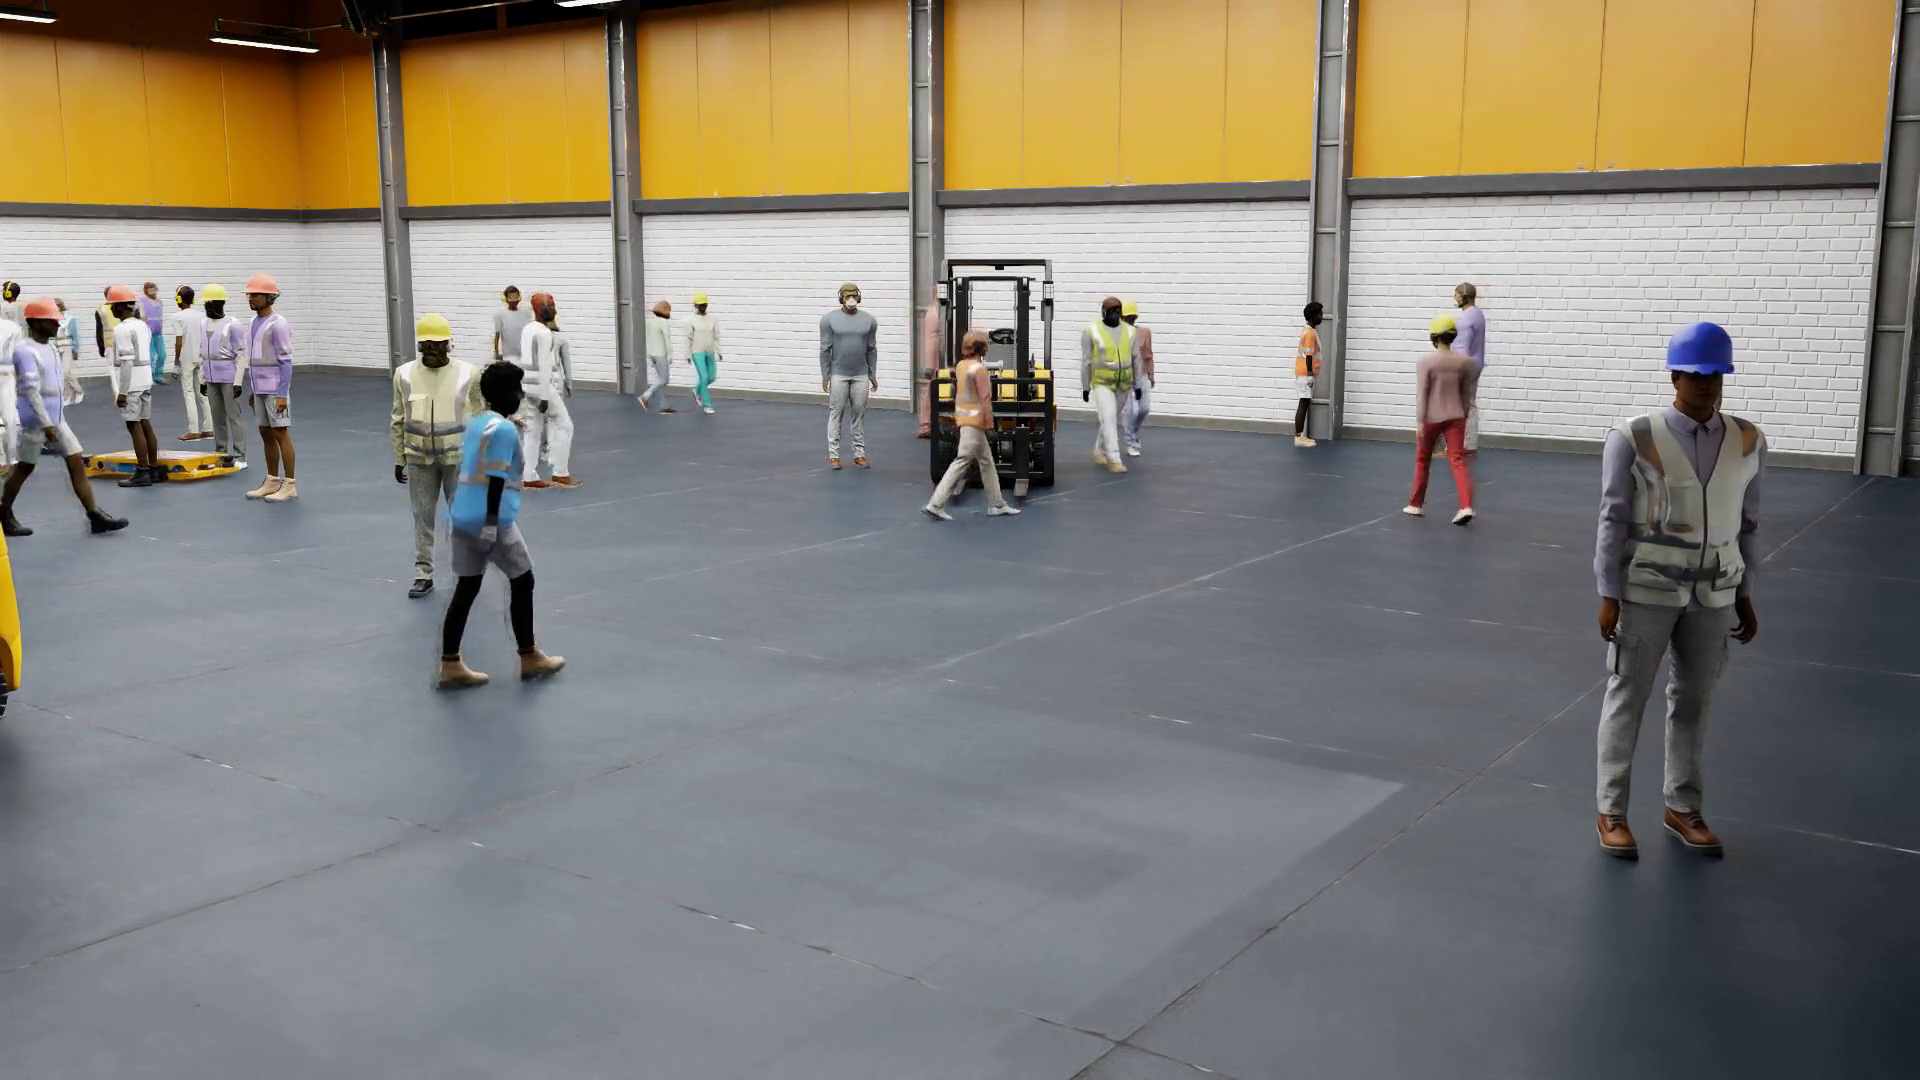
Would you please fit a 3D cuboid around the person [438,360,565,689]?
[{"bbox_3d":[-2.376,-0.083,8.500,0.763,1.640,0.546,-8,12,-38],"label":"person"}]

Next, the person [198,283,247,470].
[{"bbox_3d":[-7.621,-1.672,17.156,0.587,1.927,0.364,4,10,23],"label":"person"}]

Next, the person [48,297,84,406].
[{"bbox_3d":[-13.368,-2.794,24.751,0.518,1.625,0.368,2,10,11],"label":"person"}]

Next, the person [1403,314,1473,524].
[{"bbox_3d":[4.007,-1.001,13.776,0.533,1.725,0.924,-2,10,-11],"label":"person"}]

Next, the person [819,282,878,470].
[{"bbox_3d":[-1.151,-1.702,17.303,0.627,1.941,0.370,-3,10,-19],"label":"person"}]

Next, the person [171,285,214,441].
[{"bbox_3d":[-9.275,-2.126,20.041,0.311,1.867,0.532,4,10,21],"label":"person"}]

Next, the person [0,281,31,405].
[{"bbox_3d":[-13.306,-2.701,23.446,0.328,1.877,0.513,2,10,14],"label":"person"}]

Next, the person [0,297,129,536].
[{"bbox_3d":[-7.173,-0.955,13.041,1.013,1.889,0.551,0,10,2],"label":"person"}]

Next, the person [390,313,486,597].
[{"bbox_3d":[-3.354,-0.541,10.711,0.600,1.829,0.404,-1,10,-7],"label":"person"}]

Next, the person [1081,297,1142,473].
[{"bbox_3d":[1.565,-1.627,17.300,0.630,1.807,0.961,-4,10,-20],"label":"person"}]

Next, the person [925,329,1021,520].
[{"bbox_3d":[0.087,-0.958,13.890,0.859,1.595,0.532,-3,10,-17],"label":"person"}]

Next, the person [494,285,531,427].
[{"bbox_3d":[-5.761,-2.378,21.605,0.527,1.848,0.421,-9,13,-43],"label":"person"}]

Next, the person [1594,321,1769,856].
[{"bbox_3d":[2.605,0.186,6.032,0.607,1.947,0.405,0,10,-3],"label":"person"}]

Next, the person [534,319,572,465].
[{"bbox_3d":[-4.403,-1.652,17.757,0.495,1.696,0.927,-2,10,-12],"label":"person"}]

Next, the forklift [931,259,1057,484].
[{"bbox_3d":[0.370,-1.738,16.759,1.214,2.155,2.313,1,10,3],"label":"forklift"}]

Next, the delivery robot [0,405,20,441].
[{"bbox_3d":[-10.479,-1.272,18.579,0.707,0.478,0.477,-6,11,-30],"label":"delivery robot"}]

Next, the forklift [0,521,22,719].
[{"bbox_3d":[-5.296,-0.090,6.943,1.214,2.155,2.313,7,12,35],"label":"forklift"}]

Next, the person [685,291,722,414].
[{"bbox_3d":[-3.690,-2.675,23.676,0.542,1.737,0.608,-8,12,-39],"label":"person"}]

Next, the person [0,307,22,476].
[{"bbox_3d":[-9.654,-1.542,16.591,0.583,1.862,0.664,-3,10,-19],"label":"person"}]

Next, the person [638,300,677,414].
[{"bbox_3d":[-4.265,-2.567,23.388,0.561,1.611,0.554,-7,12,-35],"label":"person"}]

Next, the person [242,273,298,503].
[{"bbox_3d":[-6.222,-1.360,14.945,0.607,2.048,0.368,8,12,38],"label":"person"}]

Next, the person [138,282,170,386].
[{"bbox_3d":[-13.903,-3.532,28.584,0.509,1.805,0.584,3,10,16],"label":"person"}]

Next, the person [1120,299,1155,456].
[{"bbox_3d":[1.893,-1.801,18.443,0.543,1.744,0.452,-3,10,-16],"label":"person"}]

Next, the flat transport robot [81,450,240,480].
[{"bbox_3d":[-8.036,-0.760,16.648,1.431,0.197,0.652,3,10,16],"label":"flat transport robot"}]

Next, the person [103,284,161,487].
[{"bbox_3d":[-7.957,-1.472,15.946,0.372,1.933,0.552,-1,10,-3],"label":"person"}]

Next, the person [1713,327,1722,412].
[{"bbox_3d":[6.122,-0.943,13.686,0.282,1.633,0.498,1,10,8],"label":"person"}]

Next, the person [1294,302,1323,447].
[{"bbox_3d":[4.055,-1.924,19.374,0.321,1.691,0.531,2,10,10],"label":"person"}]

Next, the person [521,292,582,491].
[{"bbox_3d":[-3.873,-1.393,15.695,0.669,1.862,0.580,-8,12,-38],"label":"person"}]

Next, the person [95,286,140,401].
[{"bbox_3d":[-12.749,-2.953,25.255,0.655,1.782,0.965,-4,10,-22],"label":"person"}]

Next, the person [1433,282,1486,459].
[{"bbox_3d":[5.489,-1.847,18.166,0.441,1.930,0.647,6,11,32],"label":"person"}]

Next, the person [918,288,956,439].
[{"bbox_3d":[-0.100,-2.128,20.031,0.933,1.864,0.679,2,10,11],"label":"person"}]
